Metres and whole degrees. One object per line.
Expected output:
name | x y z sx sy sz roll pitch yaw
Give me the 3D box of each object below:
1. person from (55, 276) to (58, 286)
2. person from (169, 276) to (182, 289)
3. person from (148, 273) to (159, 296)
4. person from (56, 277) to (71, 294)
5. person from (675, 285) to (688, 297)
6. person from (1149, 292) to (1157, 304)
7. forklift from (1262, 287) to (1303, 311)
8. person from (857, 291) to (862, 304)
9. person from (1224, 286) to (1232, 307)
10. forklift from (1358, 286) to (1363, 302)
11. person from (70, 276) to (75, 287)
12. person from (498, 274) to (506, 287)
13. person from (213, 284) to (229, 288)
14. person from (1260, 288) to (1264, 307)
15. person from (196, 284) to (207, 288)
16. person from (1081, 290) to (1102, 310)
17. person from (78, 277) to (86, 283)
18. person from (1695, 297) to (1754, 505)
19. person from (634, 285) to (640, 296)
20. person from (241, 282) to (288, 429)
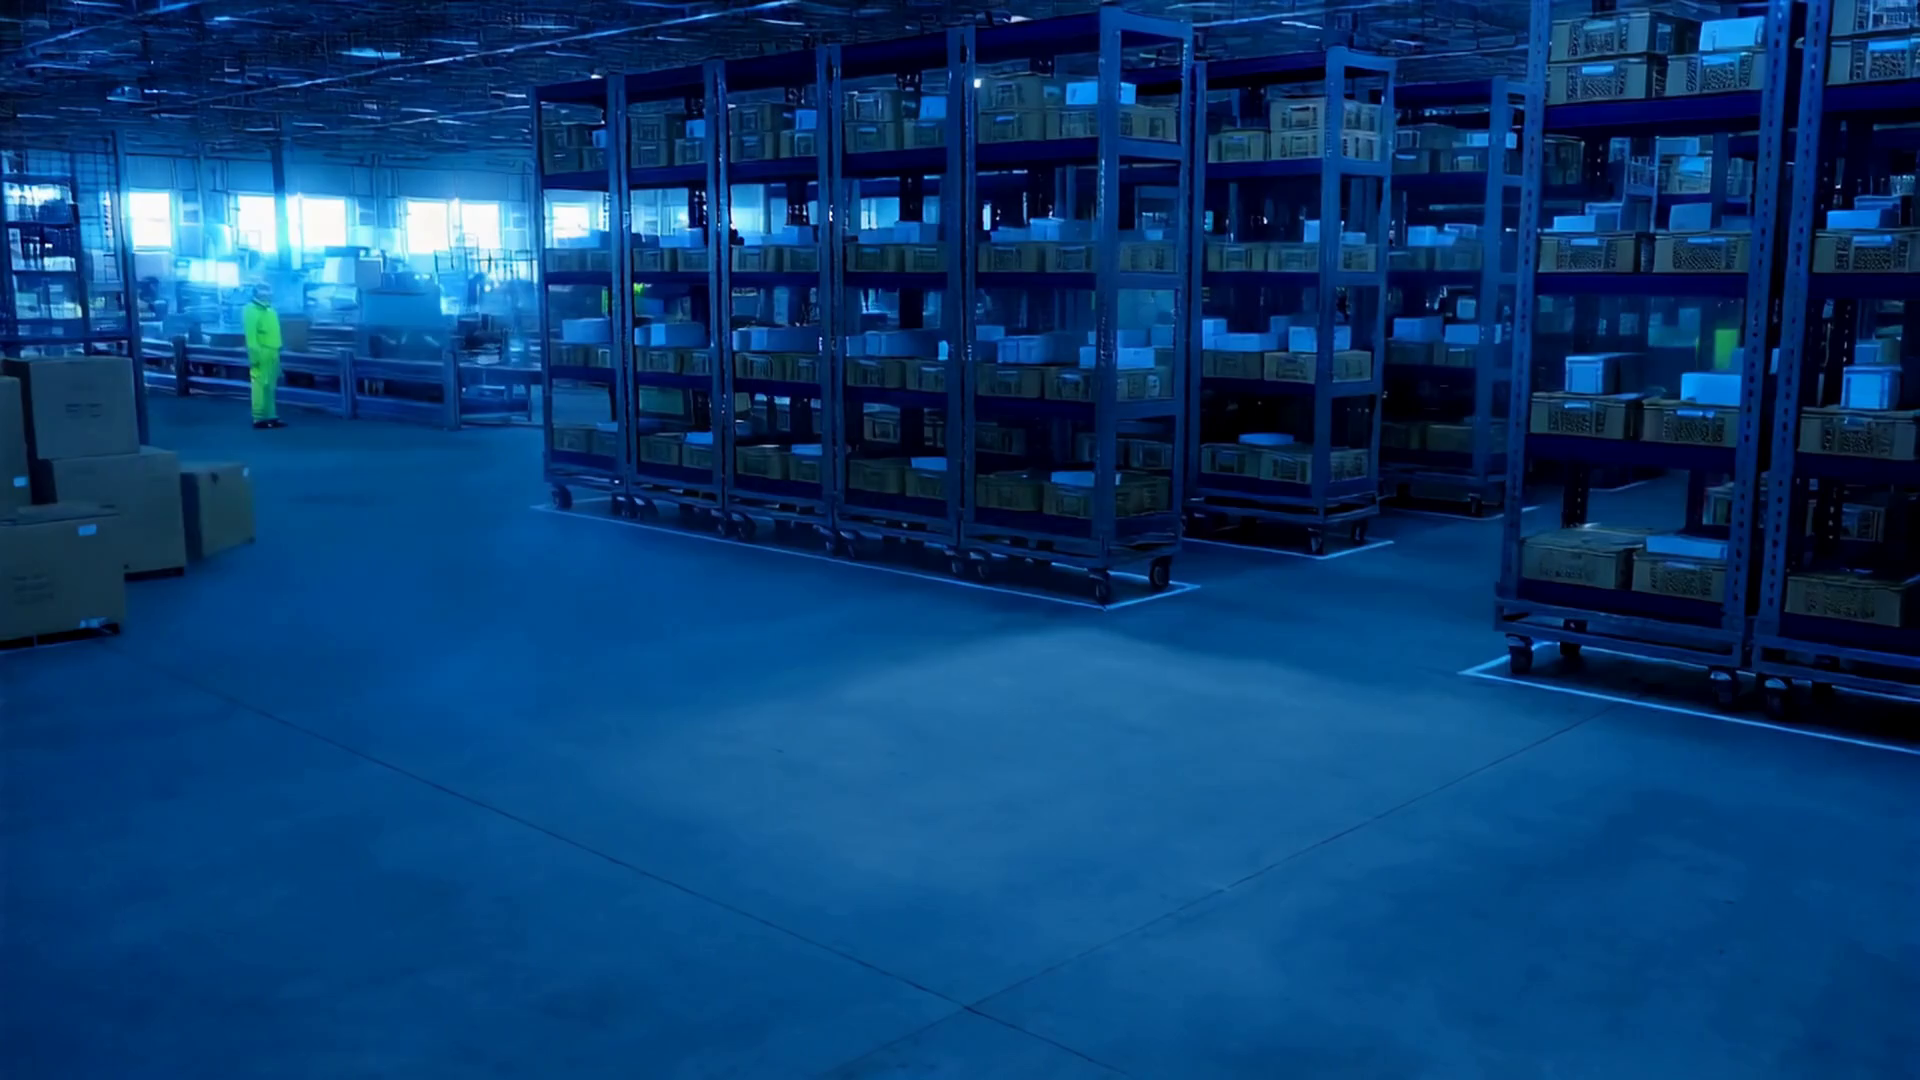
person | -43.924 -12.092 81.084 0.468 1.903 0.582 -2 9 -10
person | -25.754 -7.774 54.637 1.056 1.904 0.607 -1 9 -6
person | -37.131 -11.344 76.518 0.571 1.884 0.971 1 9 8
person | -28.950 -7.585 53.494 0.624 1.876 0.939 5 10 28
person | -8.674 -7.188 51.842 0.395 1.618 0.527 8 12 39
person | 5.711 -6.857 49.607 0.319 1.695 0.538 -1 9 -7
forklift | 10.769 -8.203 54.240 1.129 2.768 1.873 8 12 42
person | -4.133 -9.883 68.153 0.530 1.697 0.321 -3 10 -20
person | 4.288 -3.211 26.630 0.741 1.905 0.388 -6 11 -31
forklift | 11.100 -7.017 46.970 1.873 2.768 1.129 9 13 43
person | -34.560 -9.386 64.741 0.558 1.829 0.962 2 10 14
person | -22.111 -11.990 80.648 0.919 1.849 0.573 3 10 20
person | -26.503 -8.634 59.750 0.545 1.942 0.351 -3 10 -16
person | 8.103 -6.290 45.557 0.680 1.872 0.979 6 11 32
person | -34.045 -11.074 74.807 0.631 1.919 0.834 4 10 22
person | 2.538 -4.127 32.691 0.540 1.750 0.387 5 11 30
person | -45.068 -12.822 85.301 0.408 1.980 0.621 4 10 25
person | 6.383 -1.108 13.928 0.505 1.835 0.584 -4 10 -21
person | -12.656 -9.406 64.600 0.550 1.913 0.866 6 11 35
person | -9.034 -2.401 21.660 0.401 1.904 0.641 1 9 8
